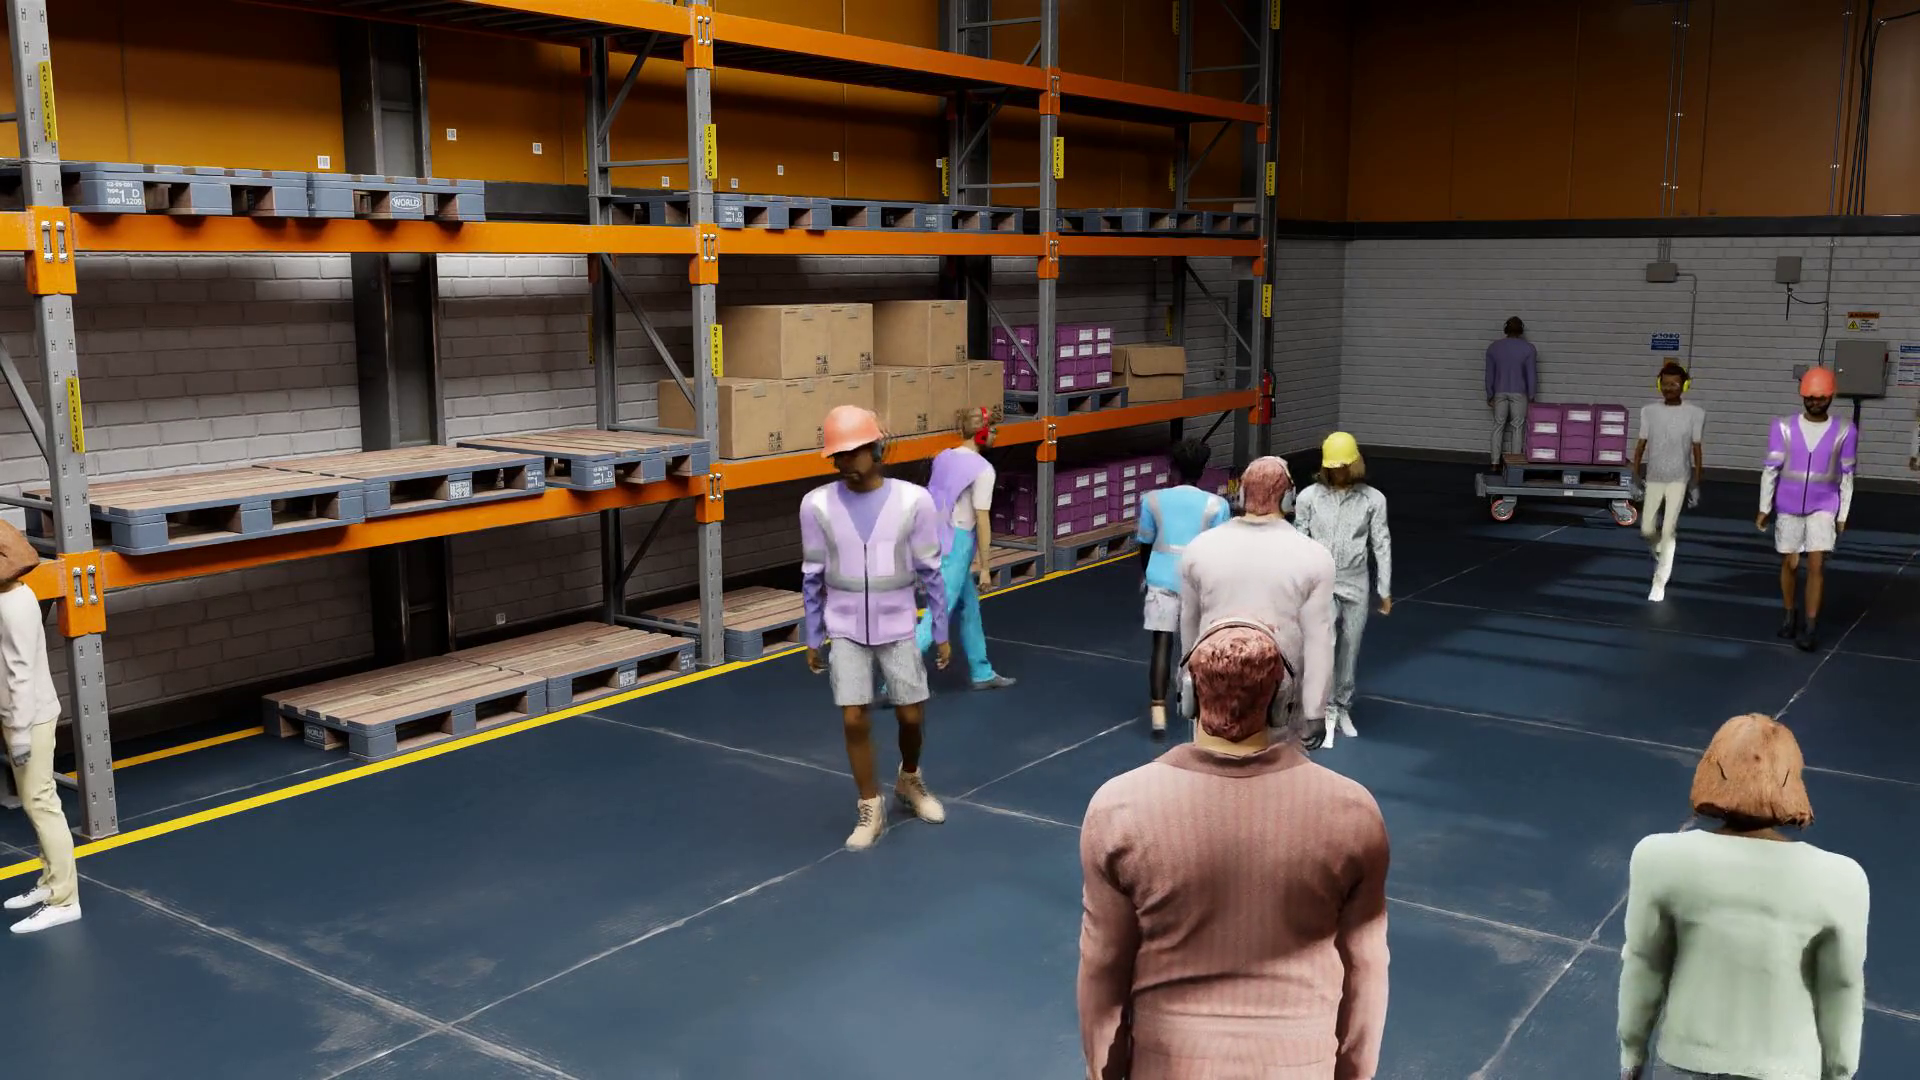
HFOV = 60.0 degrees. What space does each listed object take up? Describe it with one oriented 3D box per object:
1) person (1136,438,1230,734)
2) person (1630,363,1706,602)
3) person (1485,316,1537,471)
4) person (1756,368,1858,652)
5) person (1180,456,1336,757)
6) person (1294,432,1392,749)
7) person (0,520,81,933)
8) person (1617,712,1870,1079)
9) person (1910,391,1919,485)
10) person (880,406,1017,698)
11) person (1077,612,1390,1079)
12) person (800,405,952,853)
[{"bbox_3d":[1.239,0.250,9.354,0.534,1.647,0.914,3,10,17],"label":"person"},{"bbox_3d":[5.541,-0.469,13.008,0.526,1.851,0.689,7,12,35],"label":"person"},{"bbox_3d":[6.862,-1.811,20.721,0.635,1.939,0.360,7,12,36],"label":"person"},{"bbox_3d":[5.729,-0.205,11.285,0.567,1.899,0.922,6,11,30],"label":"person"},{"bbox_3d":[1.196,0.585,6.733,0.663,1.849,1.043,5,11,25],"label":"person"},{"bbox_3d":[2.065,0.264,9.008,0.519,1.707,0.633,1,10,4],"label":"person"},{"bbox_3d":[-3.709,0.725,6.566,0.284,1.628,0.504,-6,11,-33],"label":"person"},{"bbox_3d":[1.732,1.203,3.723,0.500,1.623,0.488,4,10,24],"label":"person"},{"bbox_3d":[8.823,-0.812,14.874,0.554,1.913,0.783,2,10,9],"label":"person"},{"bbox_3d":[-0.095,0.091,9.907,0.969,1.781,0.600,-5,11,-28],"label":"person"},{"bbox_3d":[0.565,1.095,3.514,0.639,1.910,0.407,1,10,4],"label":"person"},{"bbox_3d":[-0.374,0.379,7.509,0.674,2.007,0.660,0,10,3],"label":"person"}]
